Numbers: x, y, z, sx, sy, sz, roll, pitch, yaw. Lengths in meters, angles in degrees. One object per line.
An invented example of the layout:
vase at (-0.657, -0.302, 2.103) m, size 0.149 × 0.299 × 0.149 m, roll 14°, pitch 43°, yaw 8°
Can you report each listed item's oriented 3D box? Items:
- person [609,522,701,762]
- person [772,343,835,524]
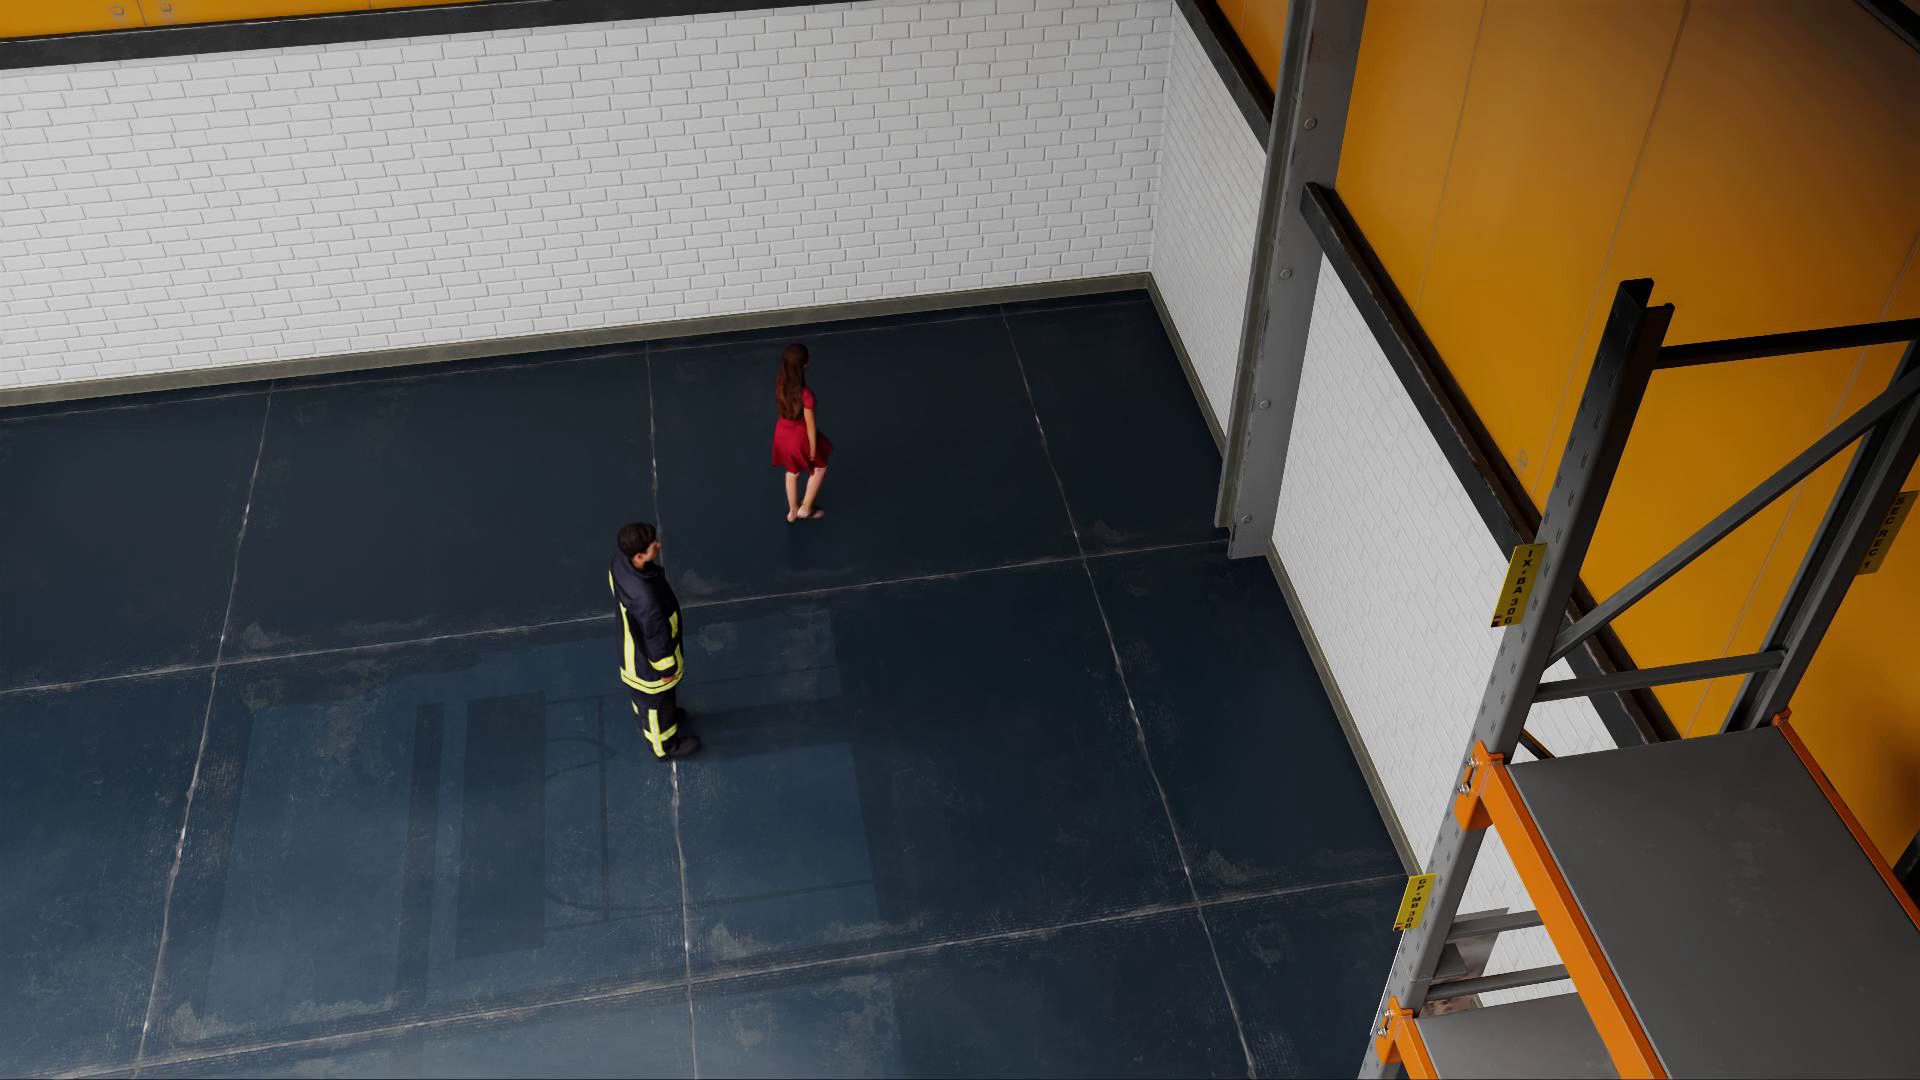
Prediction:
person at (-1.896, 0.607, 10.078) m, size 0.900 × 1.927 × 0.695 m, roll -17°, pitch 46°, yaw -17°
person at (-1.192, -0.697, 11.728) m, size 0.695 × 1.540 × 0.755 m, roll 26°, pitch 49°, yaw 25°
